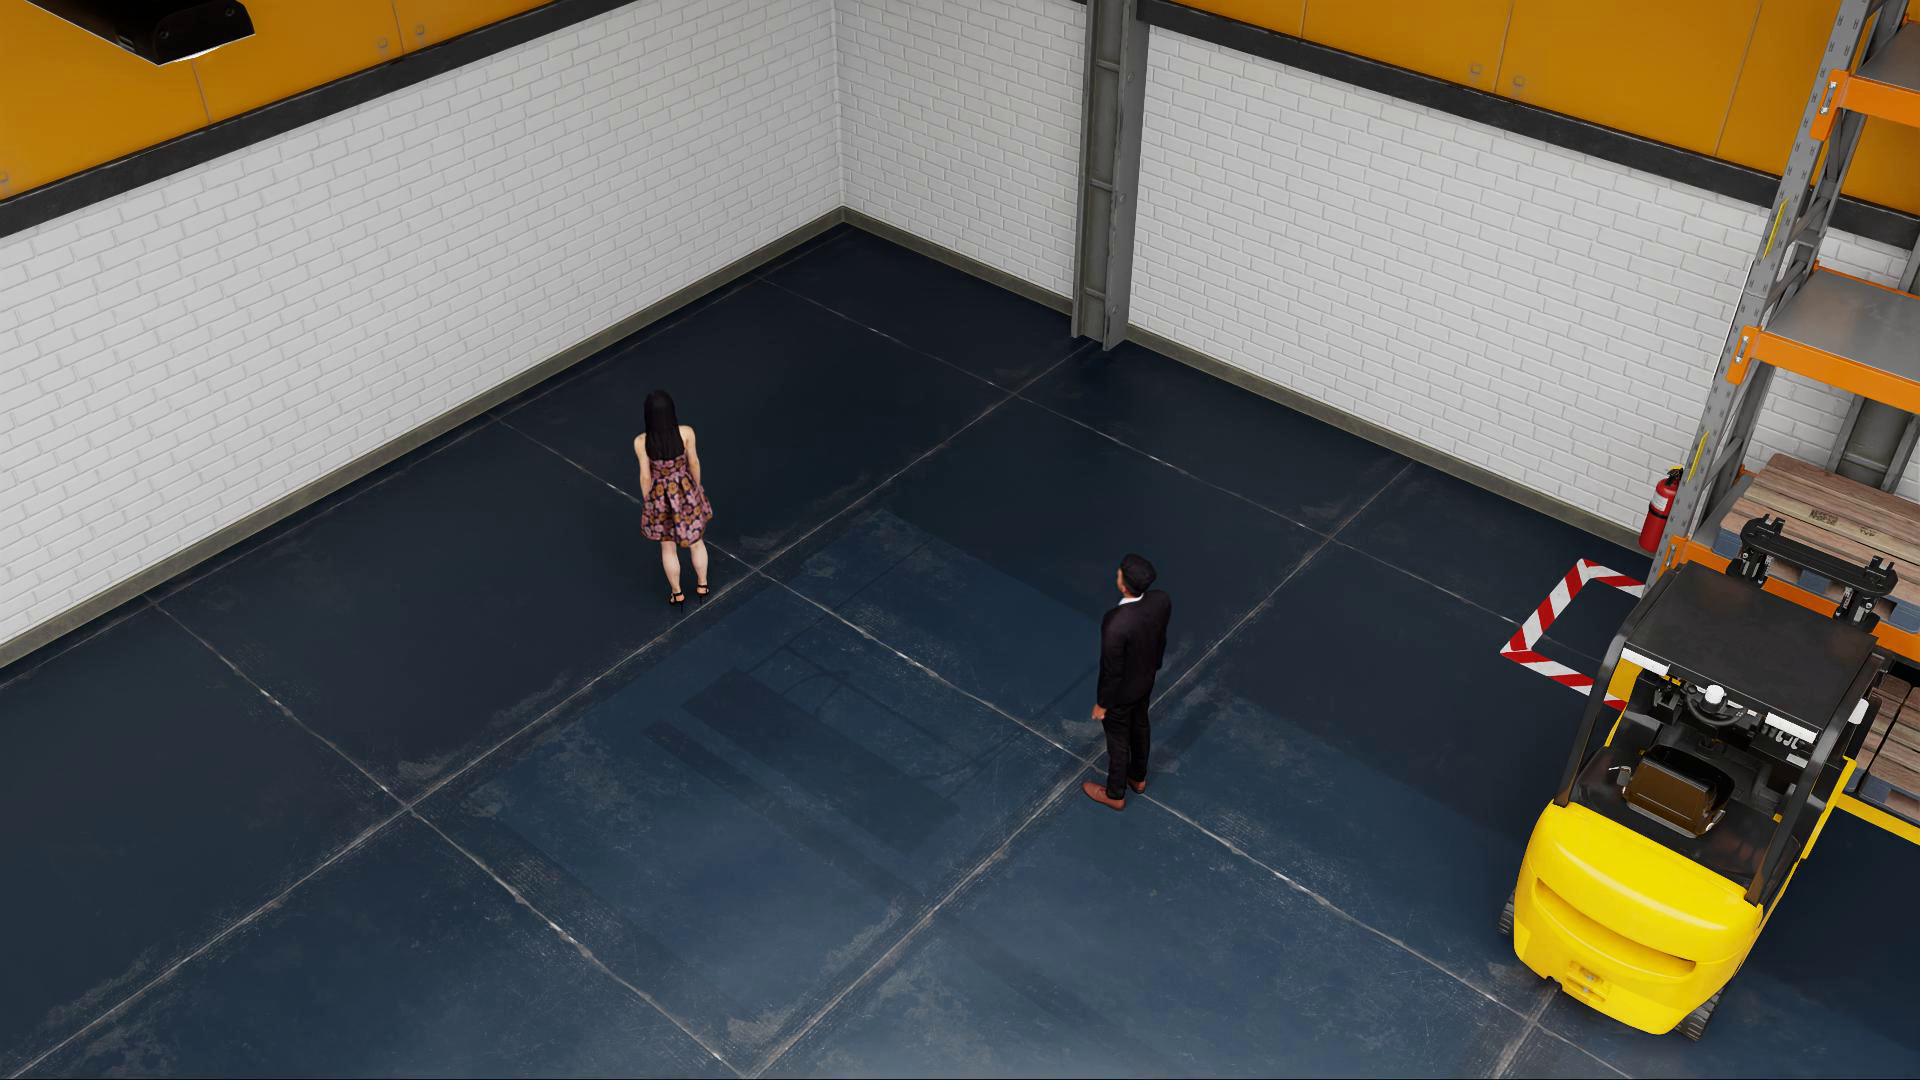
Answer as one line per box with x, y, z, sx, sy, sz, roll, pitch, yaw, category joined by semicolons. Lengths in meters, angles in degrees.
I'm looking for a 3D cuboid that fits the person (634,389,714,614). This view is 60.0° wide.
-1.935;-0.262;11.230;0.792;1.773;0.830;-13;40;-16;person

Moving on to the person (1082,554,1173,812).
0.991;0.836;9.766;0.562;1.884;0.710;31;48;33;person
